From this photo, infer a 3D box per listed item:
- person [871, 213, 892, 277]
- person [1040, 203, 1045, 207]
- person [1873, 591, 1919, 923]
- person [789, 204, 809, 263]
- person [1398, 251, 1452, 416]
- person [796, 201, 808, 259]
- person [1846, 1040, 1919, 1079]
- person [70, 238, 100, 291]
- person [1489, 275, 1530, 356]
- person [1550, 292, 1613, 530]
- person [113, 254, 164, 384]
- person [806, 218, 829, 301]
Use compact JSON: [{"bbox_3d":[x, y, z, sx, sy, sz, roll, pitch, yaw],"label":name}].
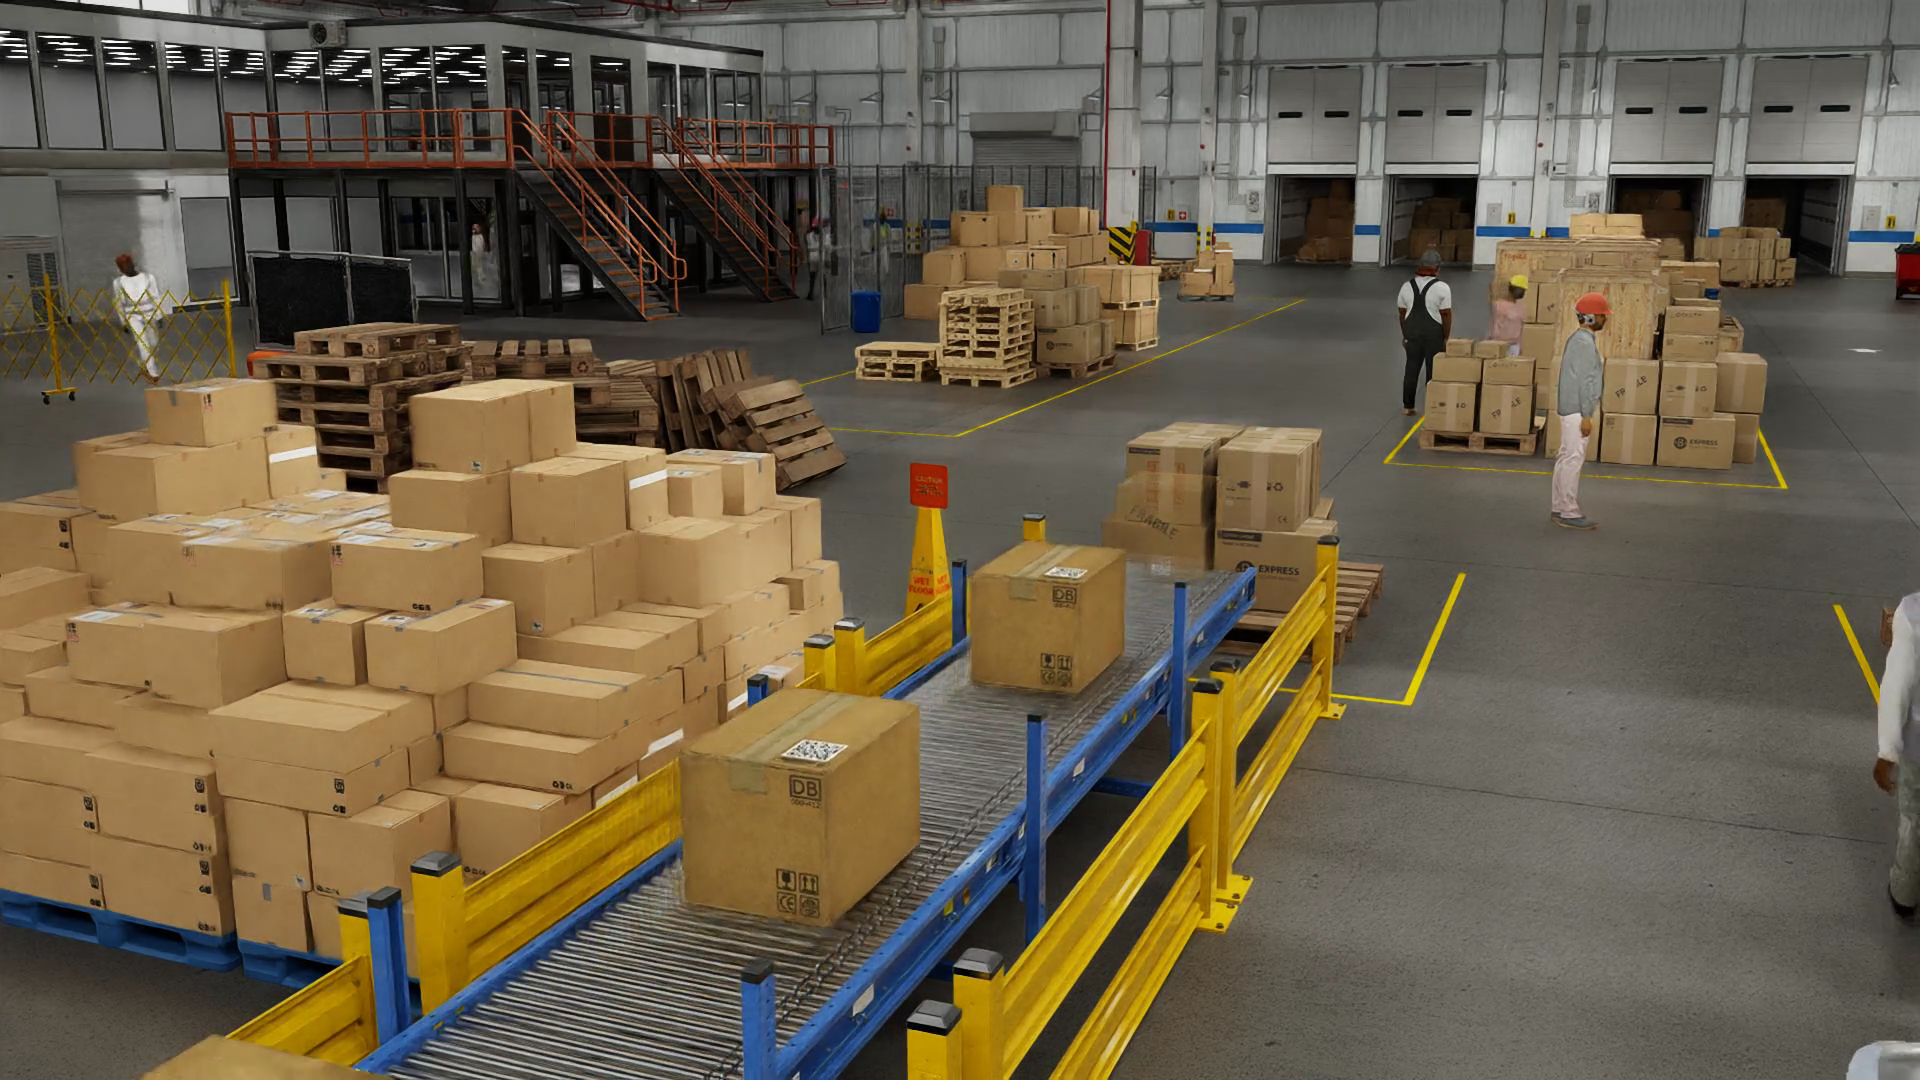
[{"bbox_3d":[-2.244,-8.366,47.153,0.634,1.809,0.922,-5,13,-21],"label":"person"},{"bbox_3d":[2.670,-9.916,53.772,0.609,1.948,0.389,0,13,1],"label":"person"},{"bbox_3d":[3.800,0.750,6.299,0.616,1.785,0.951,5,13,21],"label":"person"},{"bbox_3d":[-5.277,-9.986,54.214,0.925,1.884,0.612,7,14,28],"label":"person"},{"bbox_3d":[5.738,-2.525,20.409,0.679,2.000,0.537,11,17,41],"label":"person"},{"bbox_3d":[-5.317,-10.548,56.566,0.803,1.969,0.616,3,13,13],"label":"person"},{"bbox_3d":[1.980,1.499,3.245,0.545,1.652,0.881,6,14,24],"label":"person"},{"bbox_3d":[-20.069,-6.412,38.234,0.674,1.851,0.980,-1,13,-3],"label":"person"},{"bbox_3d":[6.747,-2.400,20.536,0.550,1.729,0.424,-7,14,-27],"label":"person"},{"bbox_3d":[5.260,-1.094,14.095,0.389,1.996,0.612,2,13,9],"label":"person"},{"bbox_3d":[-11.675,-3.151,23.687,0.602,1.836,0.767,-6,14,-25],"label":"person"},{"bbox_3d":[-3.314,-6.521,38.709,0.562,1.913,0.842,4,13,18],"label":"person"}]
